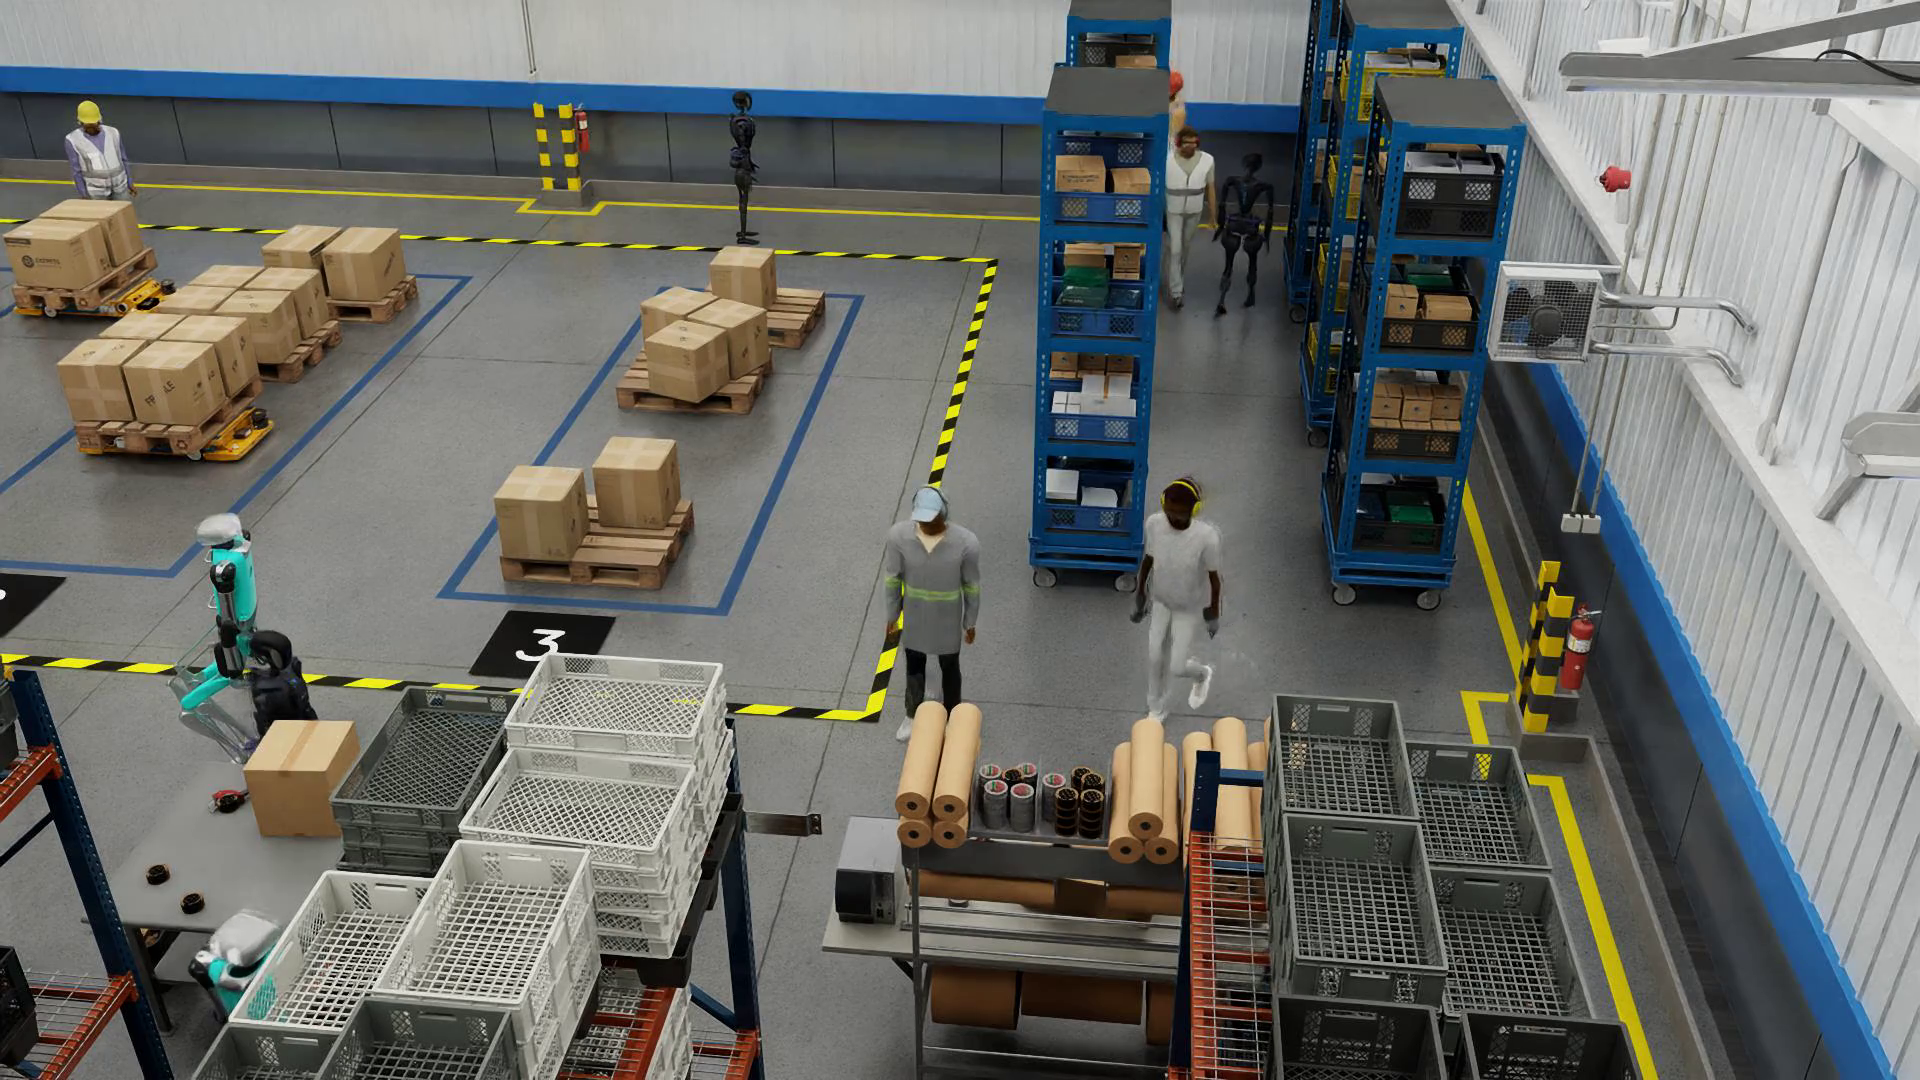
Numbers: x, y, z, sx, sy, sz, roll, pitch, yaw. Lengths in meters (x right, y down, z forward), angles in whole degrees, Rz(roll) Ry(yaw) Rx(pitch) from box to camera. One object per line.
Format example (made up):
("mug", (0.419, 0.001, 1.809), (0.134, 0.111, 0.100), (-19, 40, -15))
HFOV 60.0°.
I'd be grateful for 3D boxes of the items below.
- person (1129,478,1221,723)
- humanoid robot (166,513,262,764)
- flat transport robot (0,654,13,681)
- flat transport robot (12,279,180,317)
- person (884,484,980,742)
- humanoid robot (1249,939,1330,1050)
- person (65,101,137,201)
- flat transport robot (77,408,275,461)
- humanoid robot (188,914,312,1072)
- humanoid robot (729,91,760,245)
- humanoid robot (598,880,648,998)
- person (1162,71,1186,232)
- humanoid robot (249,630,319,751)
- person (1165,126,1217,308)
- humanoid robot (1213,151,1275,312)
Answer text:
("person", (1.374, 0.393, 10.432), (0.554, 1.846, 0.510), (20, 36, 31))
("humanoid robot", (-4.517, 0.629, 10.000), (0.735, 1.677, 0.533), (-5, 31, -8))
("flat transport robot", (-7.142, 0.969, 11.010), (1.431, 0.231, 0.659), (3, 30, 6))
("flat transport robot", (-8.779, -2.478, 16.902), (1.431, 0.197, 0.652), (3, 30, 6))
("person", (-0.181, 0.475, 10.284), (0.596, 1.850, 0.395), (6, 31, 10))
("humanoid robot", (1.480, 2.300, 7.324), (0.462, 1.644, 0.599), (-11, 32, -18))
("person", (-8.985, -3.715, 17.509), (0.404, 1.824, 0.586), (25, 38, 36))
("flat transport robot", (-6.728, -0.944, 14.268), (1.431, 0.197, 0.652), (3, 30, 6))
("humanoid robot", (-2.879, 2.205, 7.415), (0.550, 1.740, 0.894), (7, 31, 12))
("humanoid robot", (-2.373, -4.120, 18.337), (0.315, 1.655, 0.599), (-2, 30, -3))
("humanoid robot", (-1.765, 1.621, 8.474), (0.315, 1.657, 0.599), (-23, 37, -34))
("person", (2.266, -4.292, 18.448), (0.419, 1.880, 0.630), (-11, 32, -18))
("humanoid robot", (-3.732, 1.205, 9.199), (0.401, 1.641, 0.603), (0, 30, 0))
("person", (2.276, -3.263, 16.755), (0.591, 1.795, 0.947), (-3, 30, -6))
("humanoid robot", (2.808, -3.071, 16.591), (0.603, 1.653, 0.629), (11, 32, 18))
